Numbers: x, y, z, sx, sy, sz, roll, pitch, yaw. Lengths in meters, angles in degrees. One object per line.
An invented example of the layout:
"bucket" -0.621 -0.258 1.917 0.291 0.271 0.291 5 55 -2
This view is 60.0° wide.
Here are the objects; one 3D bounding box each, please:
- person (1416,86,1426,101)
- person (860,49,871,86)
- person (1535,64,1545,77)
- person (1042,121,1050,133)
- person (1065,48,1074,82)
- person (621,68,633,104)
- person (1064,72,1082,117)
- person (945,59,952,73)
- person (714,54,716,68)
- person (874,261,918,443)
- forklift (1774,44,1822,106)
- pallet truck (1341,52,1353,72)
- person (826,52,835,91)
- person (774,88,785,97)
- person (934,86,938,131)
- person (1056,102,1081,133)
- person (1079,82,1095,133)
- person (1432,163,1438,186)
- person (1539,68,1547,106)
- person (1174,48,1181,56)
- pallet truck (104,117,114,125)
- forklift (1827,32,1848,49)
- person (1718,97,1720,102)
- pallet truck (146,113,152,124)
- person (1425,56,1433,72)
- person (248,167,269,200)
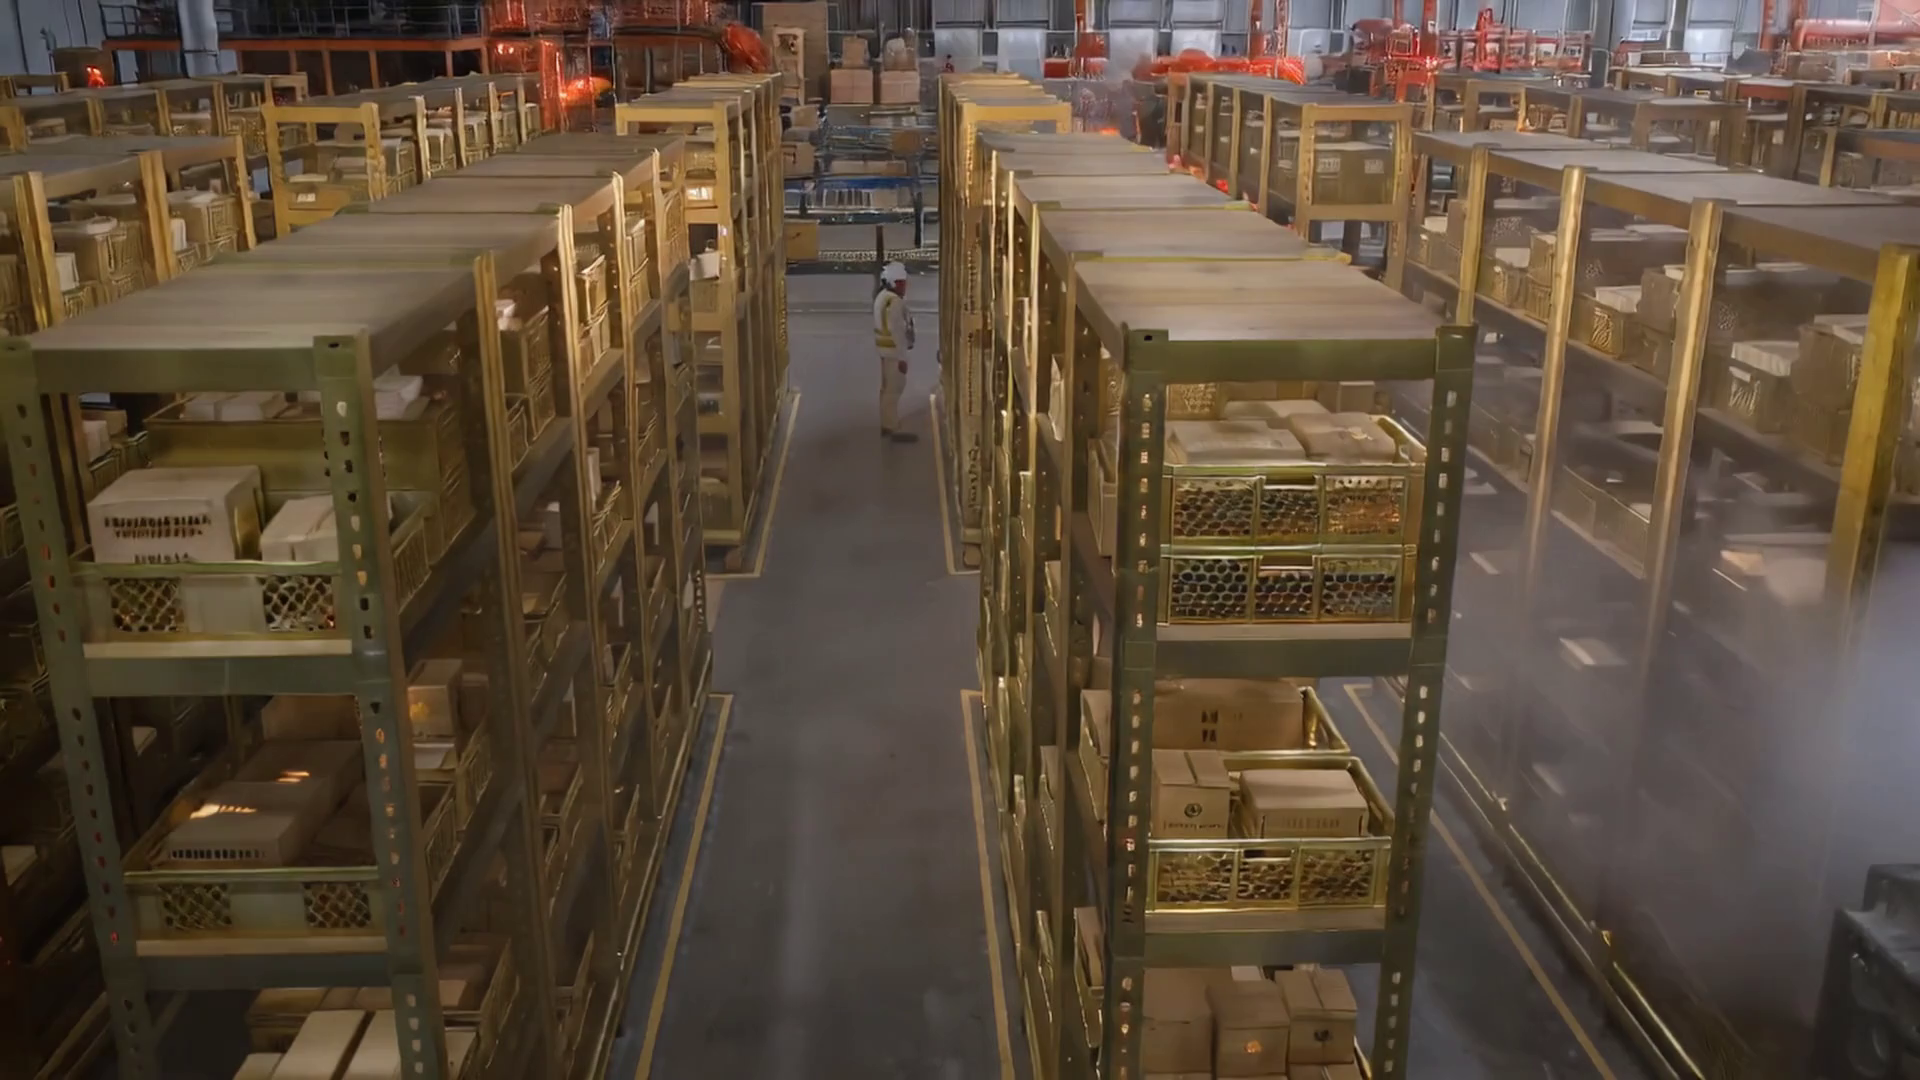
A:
"person" 15.643 -14.581 56.372 0.309 1.640 0.514 -13 22 -36
"person" -5.079 -25.307 89.067 0.608 1.946 0.406 9 20 27
"person" 24.092 -18.863 69.279 0.511 1.860 0.325 -9 20 -27
"person" 2.120 -10.042 41.885 0.554 1.911 0.585 11 21 30
"person" 6.118 -26.701 93.558 0.747 1.846 0.535 9 20 26
"person" -13.197 -17.694 65.704 0.514 1.830 0.554 15 23 39
"person" 4.134 -15.727 59.430 0.679 1.936 0.840 -9 20 -26
"person" -0.519 -20.971 75.775 0.381 1.872 0.639 0 18 0
"person" -14.034 -26.832 94.013 0.741 1.812 0.647 14 22 36
"person" -0.652 -1.901 16.819 0.404 1.836 0.590 -7 19 -22
"forklift" 31.285 -16.971 61.781 1.129 2.768 1.873 -1 18 -2
"pallet truck" 18.794 -23.123 82.231 0.823 1.965 1.885 -13 22 -35
"person" -6.571 -23.770 84.376 0.384 1.913 0.593 -16 24 -40
"person" -7.002 -17.056 63.720 0.571 1.846 0.951 -6 19 -19
"person" -0.700 -14.290 55.360 0.875 1.696 0.513 4 18 14
"person" 2.657 -9.763 40.922 0.650 1.969 1.092 -2 18 -5
"person" 4.139 -14.087 54.538 0.591 1.829 0.404 -14 23 -37
"person" 10.886 -8.925 38.515 0.654 1.865 0.956 3 18 10
"person" 21.894 -16.827 62.822 0.647 1.943 0.555 -3 18 -10
"person" 12.392 -26.931 94.266 0.429 1.843 0.633 -8 20 -23
"pallet truck" -18.367 -7.885 35.078 1.885 1.965 0.823 1 18 2
"forklift" 46.023 -25.321 87.619 1.129 2.768 1.873 -1 18 -2
"person" 21.742 -11.838 47.698 0.527 1.761 0.328 -17 24 -42
"pallet truck" -18.087 -8.309 36.390 1.885 1.965 0.823 -1 18 -4
"person" 22.246 -22.044 79.078 0.352 1.883 0.579 11 21 30
"person" -13.615 -6.935 32.508 0.525 1.769 0.310 0 18 -1
